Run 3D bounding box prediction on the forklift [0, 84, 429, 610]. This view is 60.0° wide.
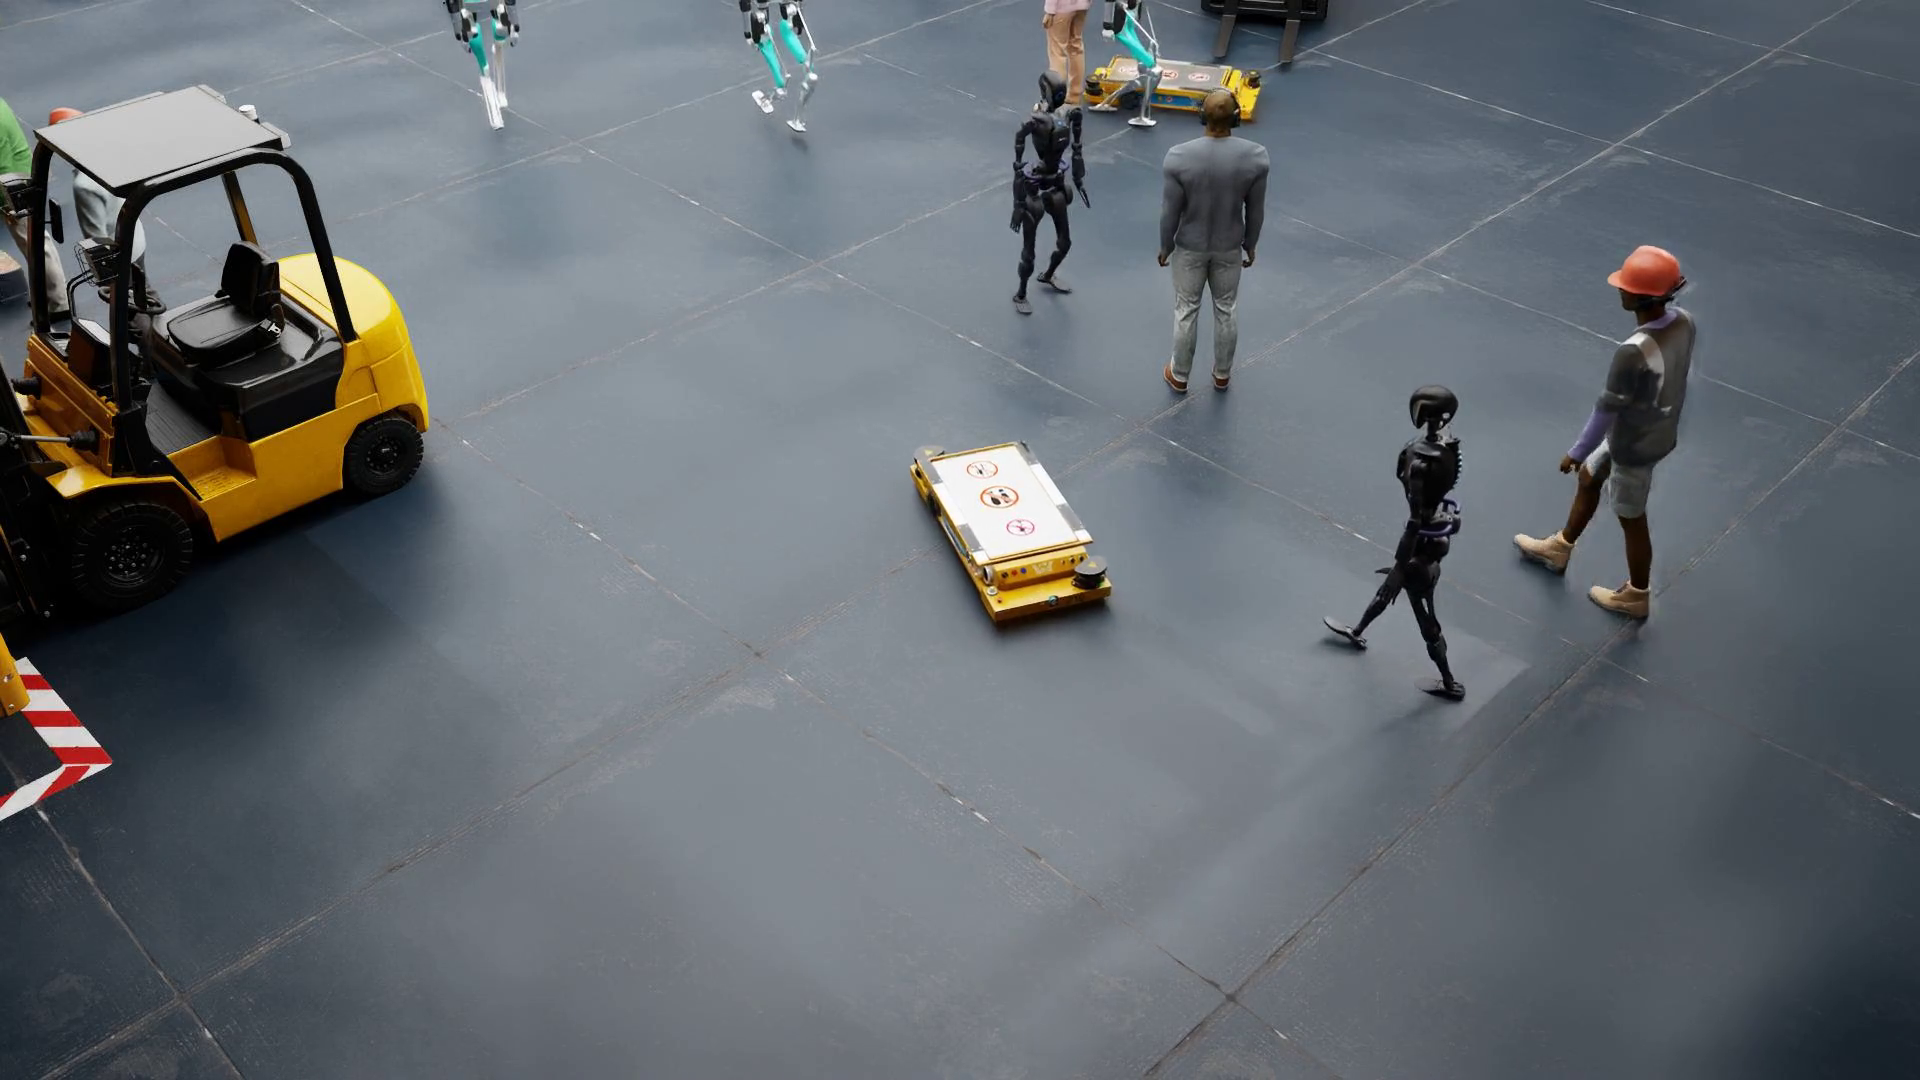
[{"bbox_3d":[-4.145,-1.093,8.856,2.313,2.155,1.214,-31,47,-34],"label":"forklift"}]

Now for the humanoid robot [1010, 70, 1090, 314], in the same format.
[{"bbox_3d":[0.557,-2.310,10.910,0.601,1.638,0.396,-23,43,-28],"label":"humanoid robot"}]

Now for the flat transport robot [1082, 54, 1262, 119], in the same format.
[{"bbox_3d":[1.812,-3.857,14.160,1.431,0.231,0.659,9,38,12],"label":"flat transport robot"}]

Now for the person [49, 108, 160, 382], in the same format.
[{"bbox_3d":[-5.185,-1.802,10.182,0.349,1.737,0.573,-3,37,-5],"label":"person"}]

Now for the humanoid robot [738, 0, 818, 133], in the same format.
[{"bbox_3d":[-1.435,-4.037,13.154,0.552,1.732,0.993,-16,40,-20],"label":"humanoid robot"}]

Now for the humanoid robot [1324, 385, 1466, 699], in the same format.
[{"bbox_3d":[2.156,0.000,7.860,0.774,1.621,0.608,17,40,22],"label":"humanoid robot"}]

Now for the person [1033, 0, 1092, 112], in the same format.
[{"bbox_3d":[0.888,-4.337,13.548,0.415,1.774,0.537,26,44,30],"label":"person"}]

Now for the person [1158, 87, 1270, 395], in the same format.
[{"bbox_3d":[1.485,-1.763,9.965,0.628,1.936,0.371,-2,37,-2],"label":"person"}]

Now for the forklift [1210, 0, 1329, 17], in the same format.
[{"bbox_3d":[3.106,-6.400,15.960,1.214,2.155,2.313,8,37,10],"label":"forklift"}]

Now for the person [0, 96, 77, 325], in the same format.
[{"bbox_3d":[-6.145,-2.264,10.769,0.385,1.776,0.546,-18,40,-22],"label":"person"}]

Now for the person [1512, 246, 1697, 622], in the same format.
[{"bbox_3d":[3.247,-0.536,8.269,0.920,1.994,0.611,26,44,30],"label":"person"}]

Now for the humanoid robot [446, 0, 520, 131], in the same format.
[{"bbox_3d":[-3.838,-4.181,13.391,0.551,1.738,1.042,-11,38,-14],"label":"humanoid robot"}]

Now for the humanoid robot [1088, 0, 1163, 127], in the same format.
[{"bbox_3d":[1.472,-4.180,13.392,0.890,1.779,0.585,19,41,24],"label":"humanoid robot"}]

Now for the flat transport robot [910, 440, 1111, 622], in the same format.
[{"bbox_3d":[0.251,-0.103,9.135,0.659,0.231,1.431,-12,38,-15],"label":"flat transport robot"}]
